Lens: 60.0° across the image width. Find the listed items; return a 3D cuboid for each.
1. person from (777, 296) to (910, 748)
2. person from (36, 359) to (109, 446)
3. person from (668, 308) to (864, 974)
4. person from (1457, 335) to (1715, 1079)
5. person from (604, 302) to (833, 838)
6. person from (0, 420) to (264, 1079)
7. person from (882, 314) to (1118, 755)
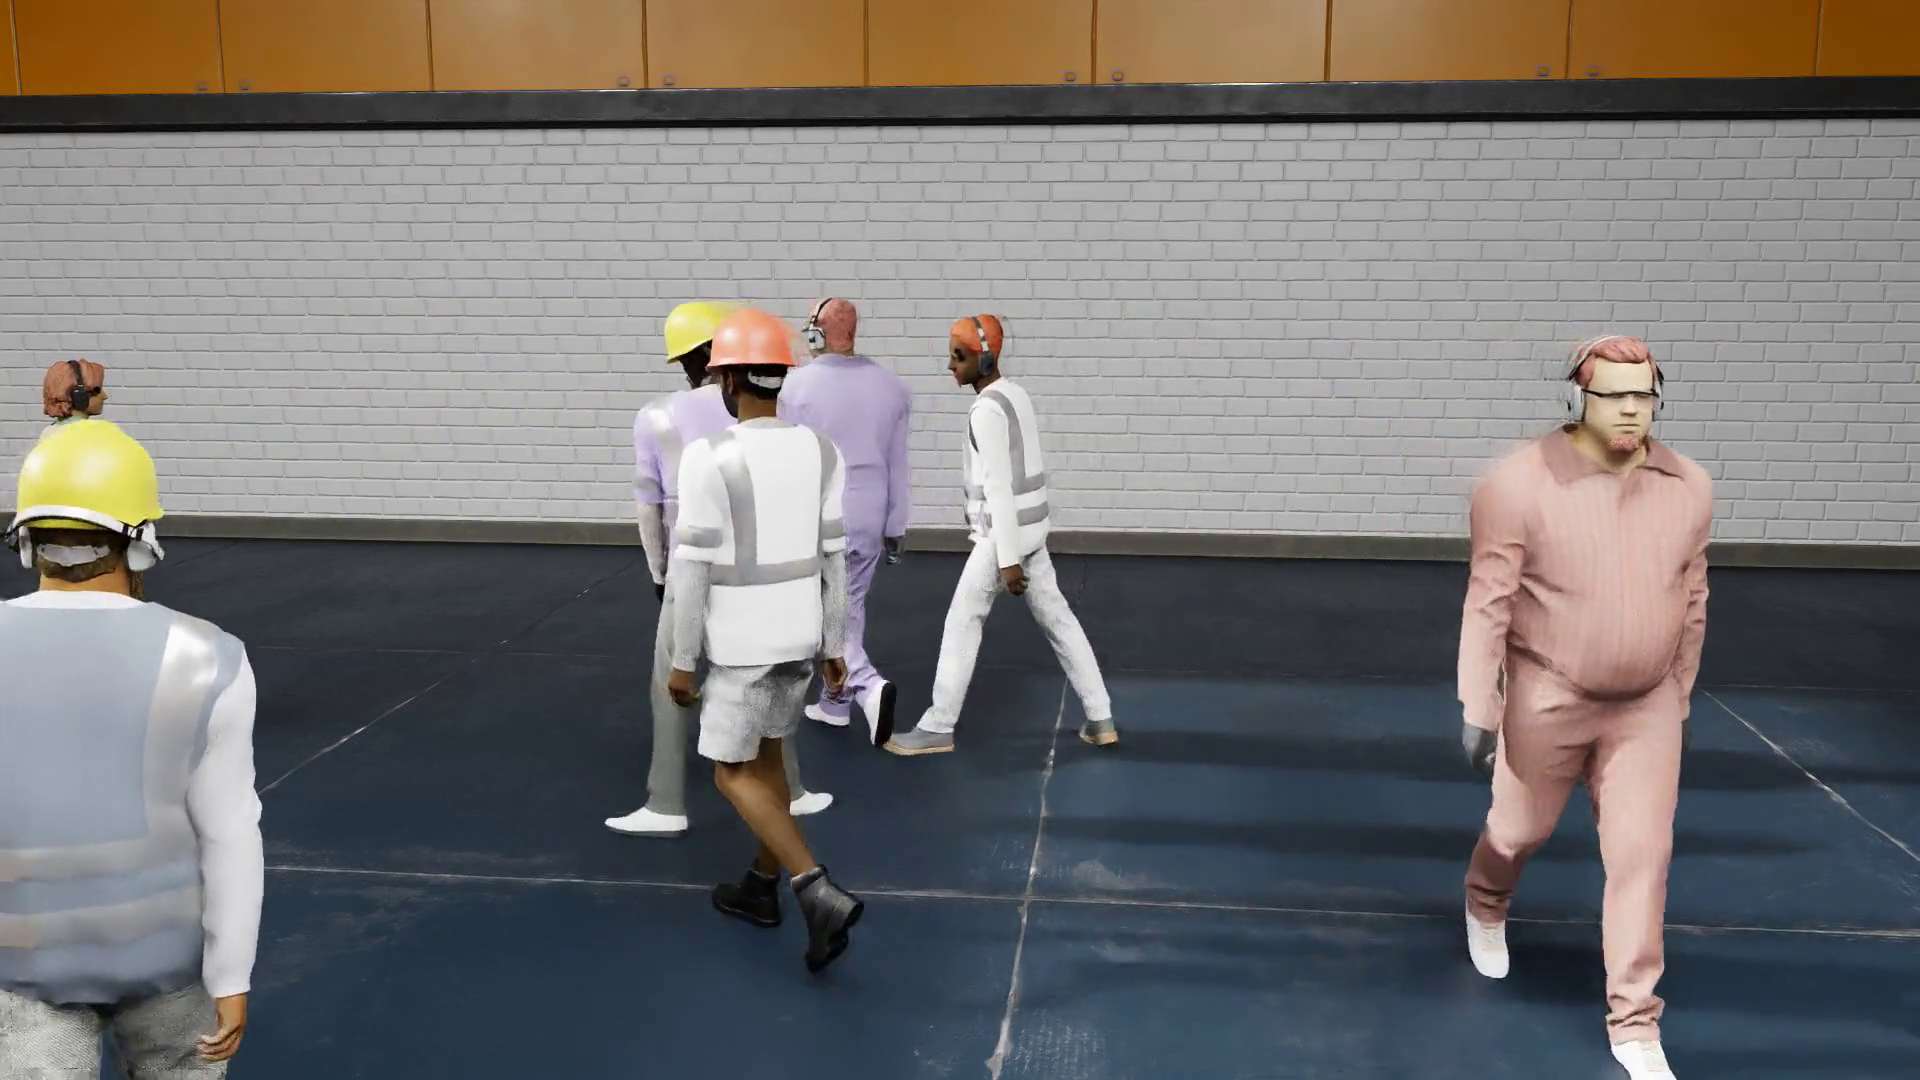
[{"bbox_3d":[-0.483,-0.070,6.954,0.652,1.885,0.764,-8,13,-38],"label":"person"},{"bbox_3d":[-3.525,0.094,6.727,0.519,1.639,0.310,8,13,39],"label":"person"},{"bbox_3d":[-0.518,0.292,4.829,0.775,1.913,0.544,9,14,43],"label":"person"},{"bbox_3d":[1.623,0.390,4.385,0.658,1.871,0.951,0,10,-2],"label":"person"},{"bbox_3d":[-0.864,0.106,5.955,0.885,1.887,0.439,-3,10,-16],"label":"person"},{"bbox_3d":[-1.491,0.697,2.849,0.581,1.797,0.897,-3,10,-18],"label":"person"},{"bbox_3d":[0.221,-0.007,6.808,0.949,1.827,0.644,3,10,17],"label":"person"}]
